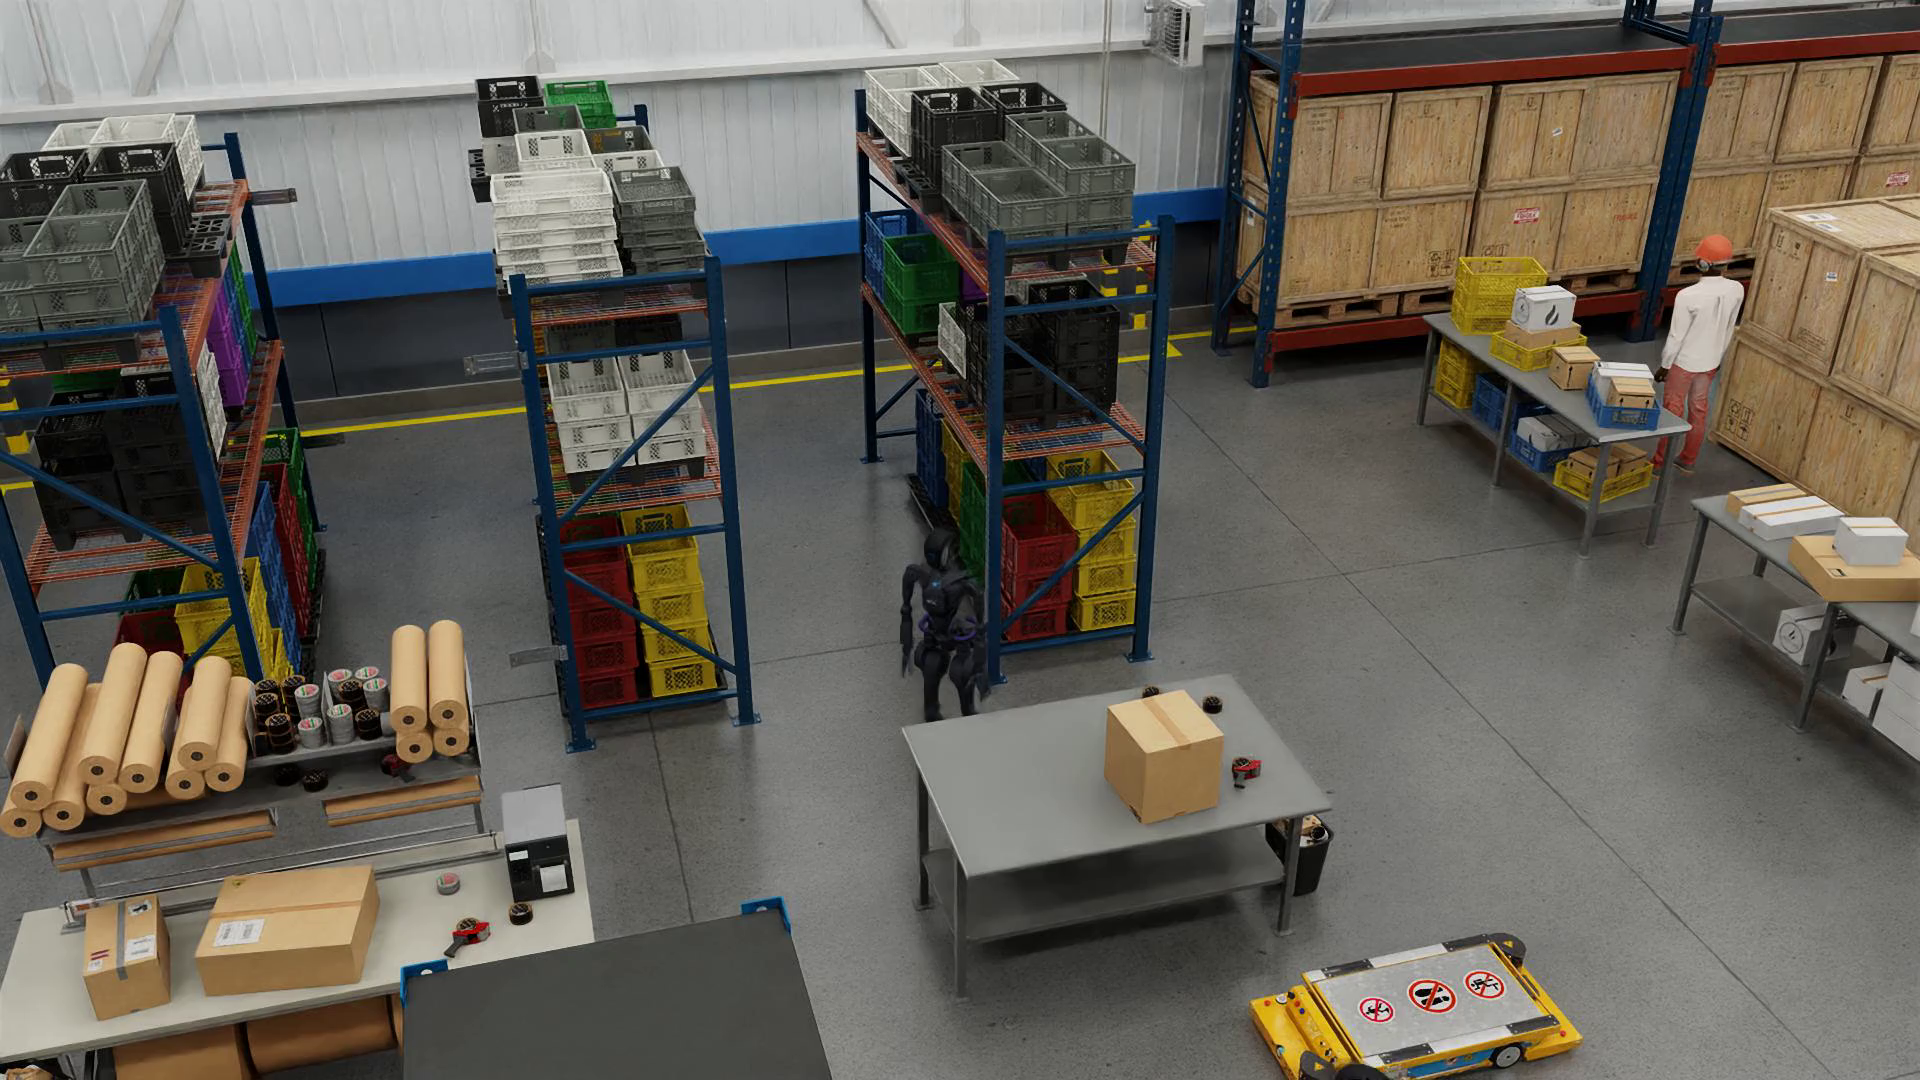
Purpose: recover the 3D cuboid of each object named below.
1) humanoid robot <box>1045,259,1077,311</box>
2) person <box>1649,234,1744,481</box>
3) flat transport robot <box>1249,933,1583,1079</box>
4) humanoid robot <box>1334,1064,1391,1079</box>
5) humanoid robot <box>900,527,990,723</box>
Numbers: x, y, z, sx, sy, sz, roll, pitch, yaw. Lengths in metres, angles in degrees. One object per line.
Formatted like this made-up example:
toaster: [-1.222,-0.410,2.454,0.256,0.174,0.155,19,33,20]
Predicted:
humanoid robot: [0.726,-1.897,14.152,0.566,1.653,0.343,5,29,8]
person: [5.692,-1.407,12.928,0.610,1.997,0.376,-10,30,-18]
flat transport robot: [2.184,2.282,7.980,1.431,0.197,0.652,-8,30,-14]
humanoid robot: [1.362,2.517,6.121,0.326,1.649,0.637,4,29,7]
humanoid robot: [-0.067,0.649,9.522,0.584,1.645,0.354,14,32,23]
